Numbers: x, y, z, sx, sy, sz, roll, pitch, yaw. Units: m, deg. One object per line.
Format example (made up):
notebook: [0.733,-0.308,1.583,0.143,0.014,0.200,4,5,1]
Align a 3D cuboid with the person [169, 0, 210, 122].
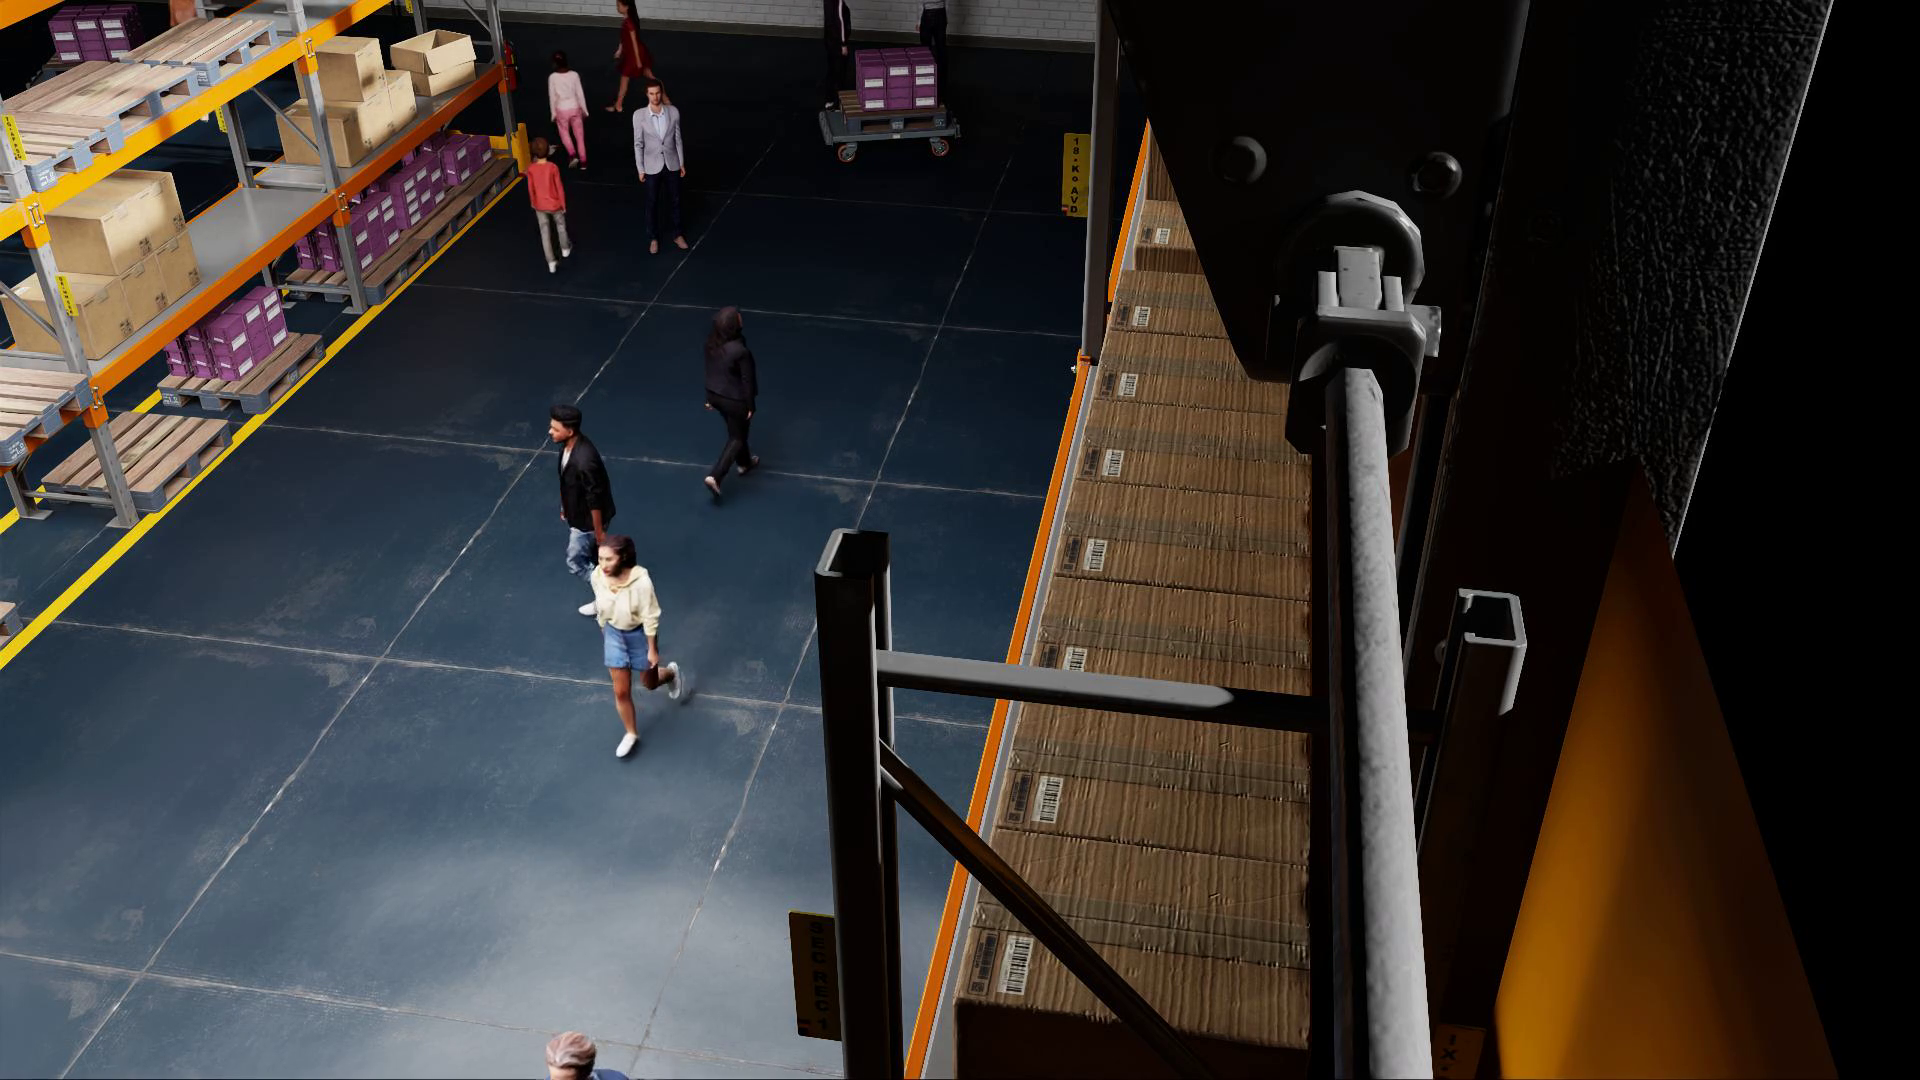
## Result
person: [-9.682,-6.290,21.161,0.644,1.781,1.131,3,34,4]

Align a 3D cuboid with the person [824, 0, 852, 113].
person: [-1.578,-6.294,21.121,0.814,1.832,0.707,-13,36,-19]

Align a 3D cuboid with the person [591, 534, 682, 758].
person: [-2.117,0.623,10.910,0.725,1.615,1.007,11,35,16]

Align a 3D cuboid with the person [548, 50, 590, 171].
person: [-4.617,-5.052,19.601,0.721,1.445,0.754,-8,35,-12]

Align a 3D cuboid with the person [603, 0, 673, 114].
person: [-4.082,-6.204,21.279,0.824,1.507,1.093,-4,34,-6]

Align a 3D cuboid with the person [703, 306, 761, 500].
person: [-1.908,-1.099,13.524,0.890,1.591,1.138,20,38,27]

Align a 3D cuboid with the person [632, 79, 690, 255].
person: [-3.169,-3.980,17.620,0.766,1.853,0.765,-12,35,-17]

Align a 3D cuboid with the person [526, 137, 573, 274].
person: [-4.276,-3.450,17.236,0.657,1.396,0.880,-1,34,-2]

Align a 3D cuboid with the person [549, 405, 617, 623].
person: [-2.599,-0.215,12.013,0.868,1.790,0.760,-11,35,-17]

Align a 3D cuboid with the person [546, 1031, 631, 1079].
person: [-1.575,2.794,7.467,0.886,1.812,1.293,-2,34,-3]

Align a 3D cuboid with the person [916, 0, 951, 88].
person: [-0.361,-6.936,22.097,0.738,1.820,0.771,-17,37,-23]
